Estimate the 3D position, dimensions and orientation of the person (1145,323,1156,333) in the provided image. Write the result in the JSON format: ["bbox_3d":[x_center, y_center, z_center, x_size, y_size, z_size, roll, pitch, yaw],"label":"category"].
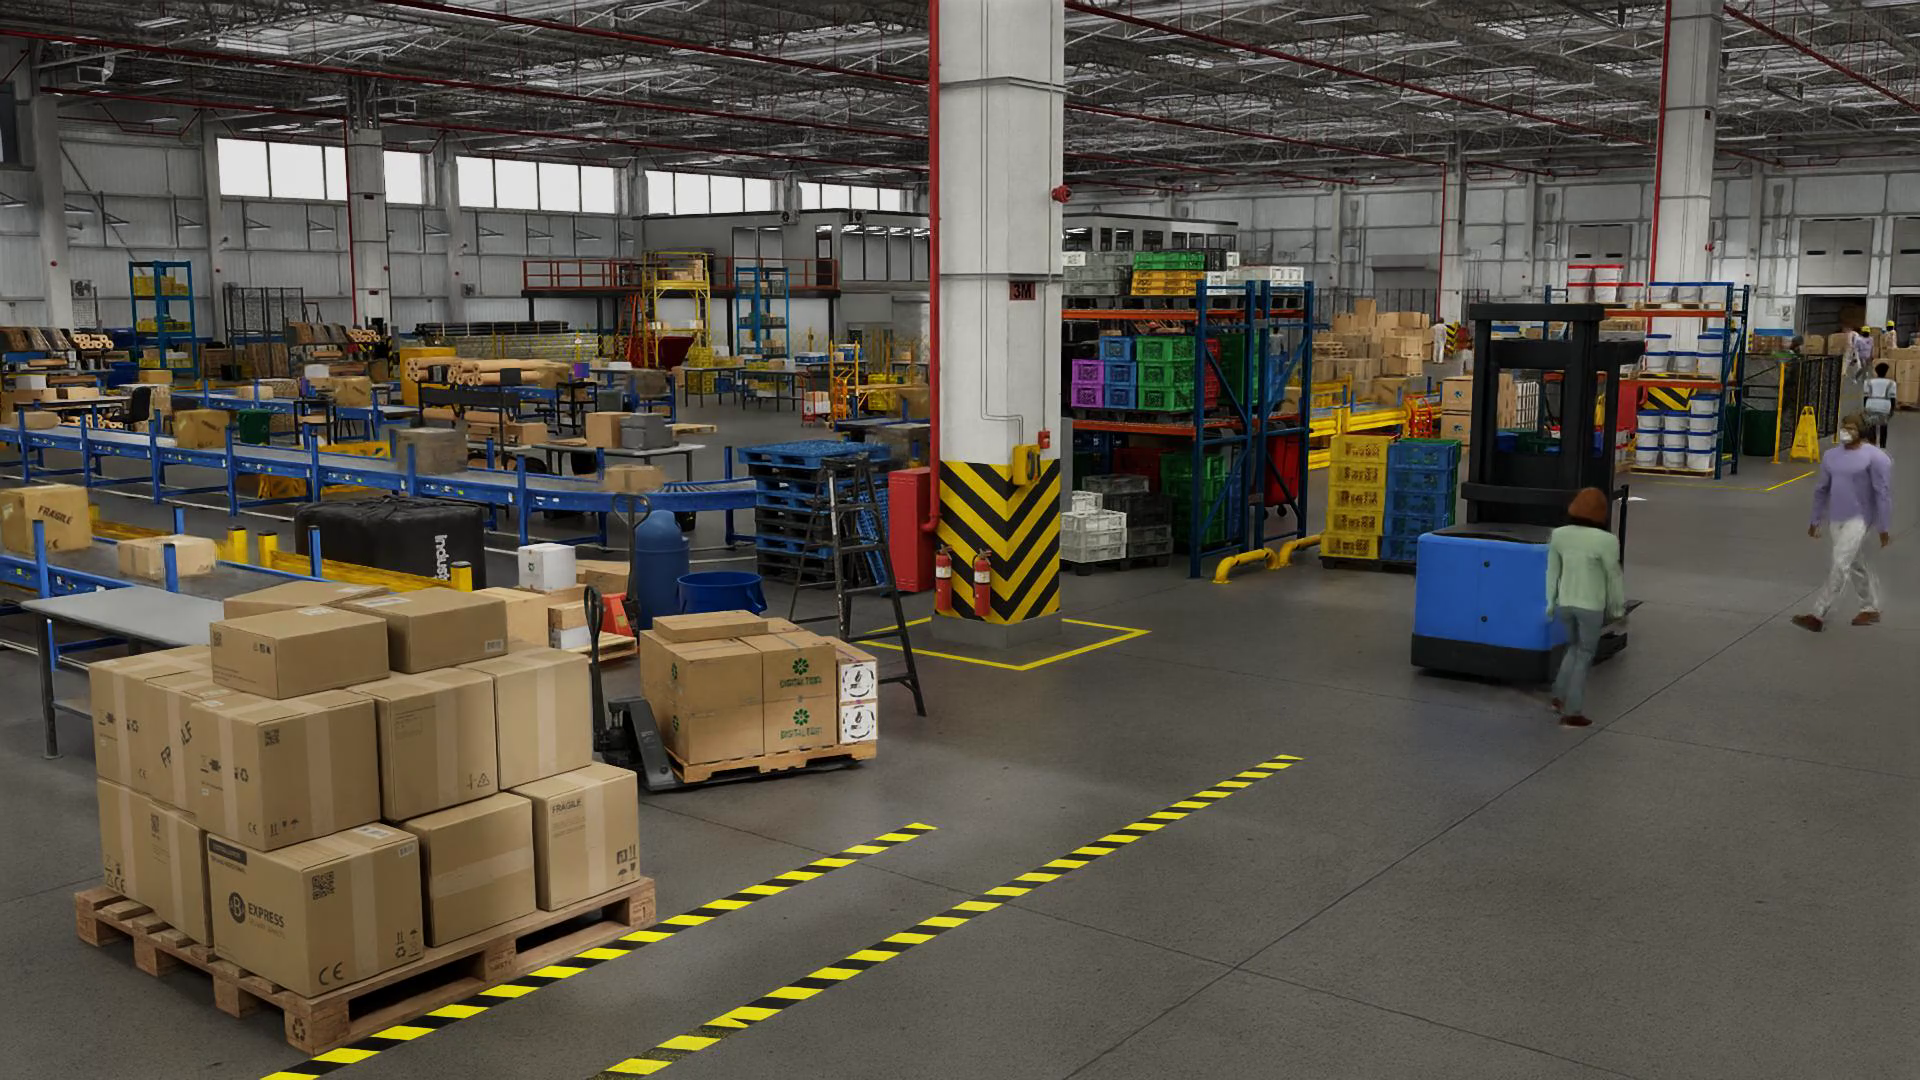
[{"bbox_3d":[5.770,-5.550,50.287,0.441,2.005,0.696,2,9,15],"label":"person"}]

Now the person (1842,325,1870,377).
[{"bbox_3d":[31.116,-6.560,57.773,0.951,1.794,0.637,0,8,-1],"label":"person"}]

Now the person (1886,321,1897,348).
[{"bbox_3d":[33.217,-6.862,59.404,0.407,1.918,0.581,2,9,15],"label":"person"}]

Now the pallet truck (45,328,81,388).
[{"bbox_3d":[-23.775,-4.544,43.495,1.885,1.965,0.823,6,10,35],"label":"pallet truck"}]

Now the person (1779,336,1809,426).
[{"bbox_3d":[17.985,-3.445,35.941,0.684,2.000,0.960,-4,9,-27],"label":"person"}]

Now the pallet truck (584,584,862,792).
[{"bbox_3d":[-1.426,0.805,10.019,1.601,1.201,0.680,-4,9,-26],"label":"pallet truck"}]

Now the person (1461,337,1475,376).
[{"bbox_3d":[12.476,-4.111,41.123,0.517,1.843,0.894,-8,12,-43],"label":"person"}]

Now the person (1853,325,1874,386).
[{"bbox_3d":[28.396,-5.802,52.294,0.591,1.907,0.795,-2,9,-12],"label":"person"}]

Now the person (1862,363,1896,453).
[{"bbox_3d":[16.305,-2.310,29.532,0.537,1.672,0.583,5,10,30],"label":"person"}]

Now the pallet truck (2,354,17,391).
[{"bbox_3d":[-24.881,-4.417,42.634,1.885,1.965,0.823,8,11,41],"label":"pallet truck"}]

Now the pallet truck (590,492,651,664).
[{"bbox_3d":[-3.115,0.344,12.883,0.653,1.274,1.630,7,11,37],"label":"pallet truck"}]

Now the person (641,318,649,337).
[{"bbox_3d":[-13.484,-8.513,70.778,0.963,1.836,0.584,6,11,37],"label":"person"}]

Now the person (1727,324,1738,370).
[{"bbox_3d":[28.999,-7.236,62.495,0.492,1.742,0.315,-2,9,-13],"label":"person"}]

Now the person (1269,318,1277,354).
[{"bbox_3d":[13.718,-8.816,72.886,0.430,1.834,0.660,3,9,21],"label":"person"}]

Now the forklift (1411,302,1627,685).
[{"bbox_3d":[4.379,-0.438,12.852,1.129,2.768,1.873,7,11,37],"label":"forklift"}]

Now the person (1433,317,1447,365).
[{"bbox_3d":[19.484,-8.074,67.539,0.373,1.932,0.623,-8,11,-42],"label":"person"}]

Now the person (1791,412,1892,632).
[{"bbox_3d":[7.615,-0.157,14.291,1.044,1.886,0.647,-3,9,-19],"label":"person"}]

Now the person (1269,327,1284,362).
[{"bbox_3d":[10.283,-6.048,54.136,0.655,1.849,0.380,1,9,9],"label":"person"}]

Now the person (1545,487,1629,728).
[{"bbox_3d":[4.161,0.453,11.080,0.370,1.617,0.505,-5,10,-28],"label":"person"}]
